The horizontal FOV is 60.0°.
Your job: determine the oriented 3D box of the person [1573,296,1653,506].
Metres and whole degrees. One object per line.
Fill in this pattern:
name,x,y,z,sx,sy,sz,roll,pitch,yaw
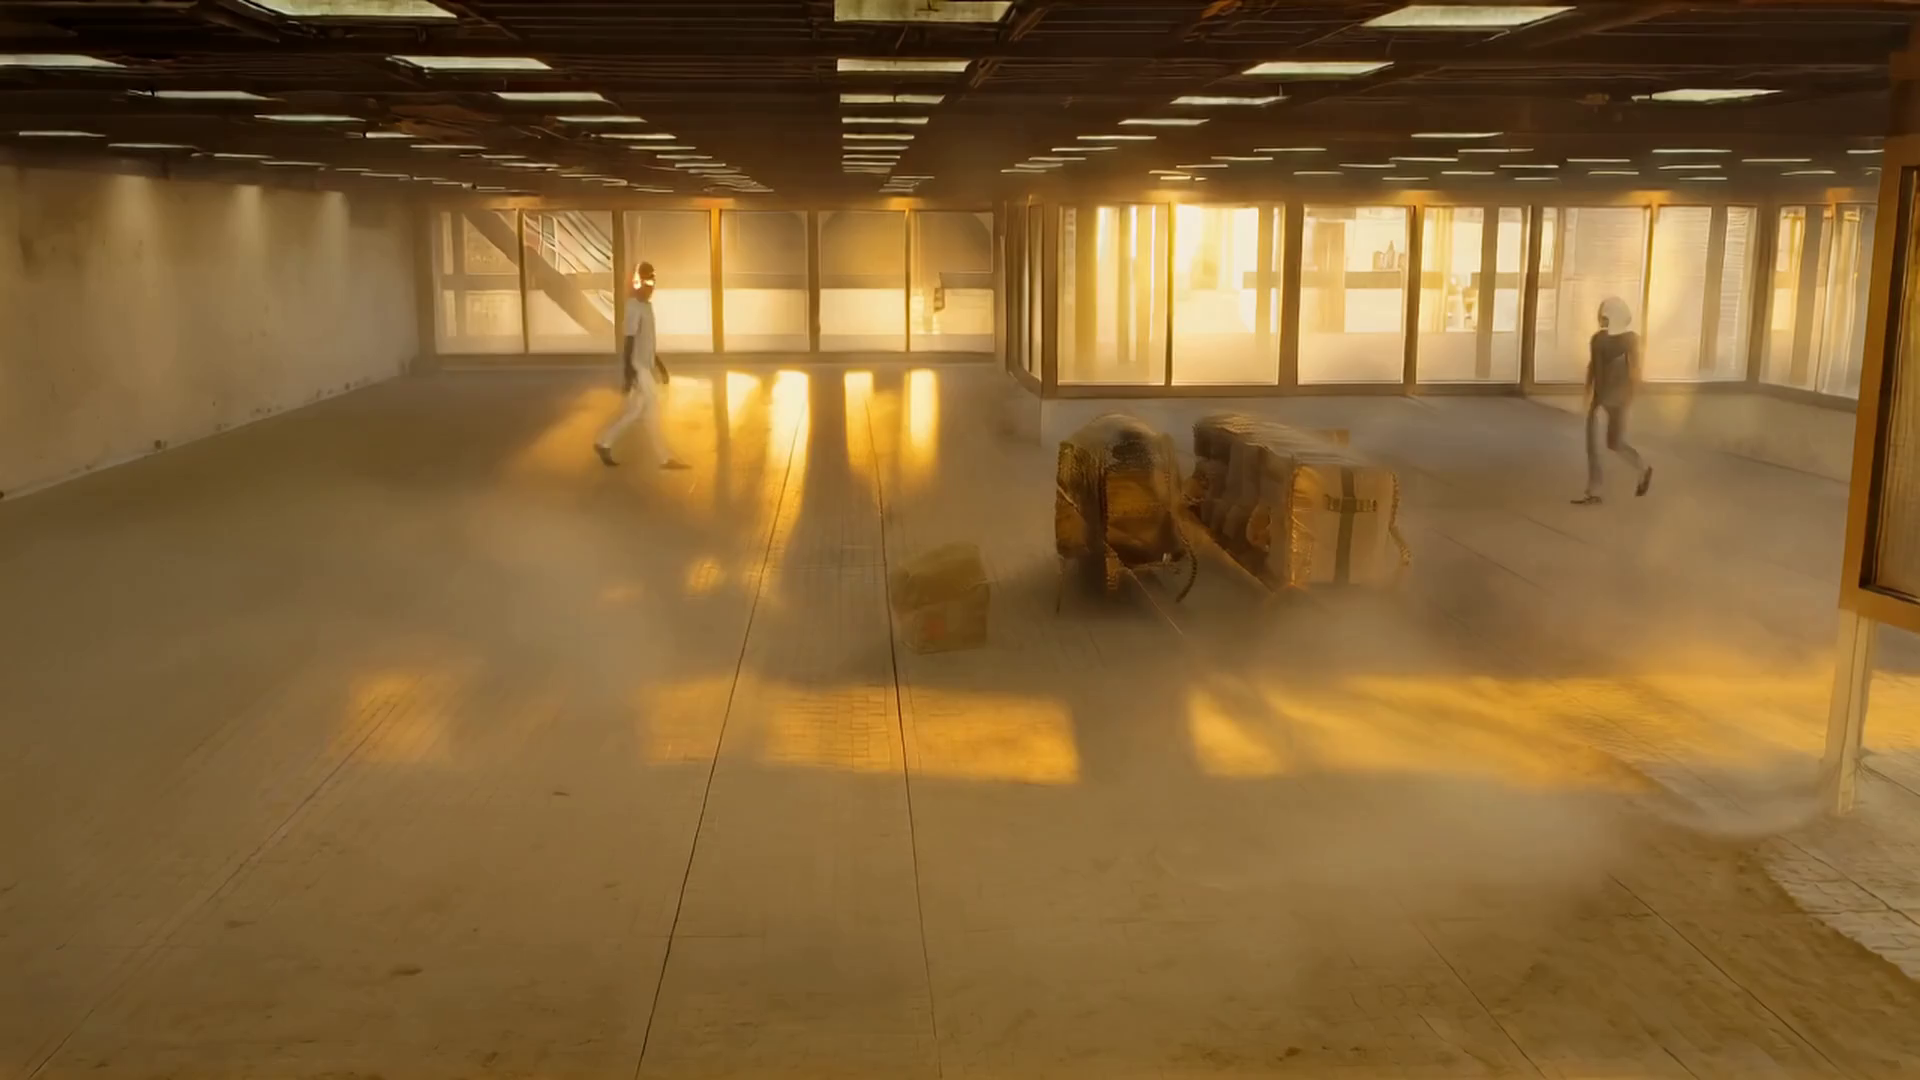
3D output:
person,5.011,-1.055,12.672,0.558,1.613,0.498,-4,11,-23

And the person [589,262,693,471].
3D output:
person,-2.845,-1.515,14.584,0.926,1.835,0.529,1,11,4
